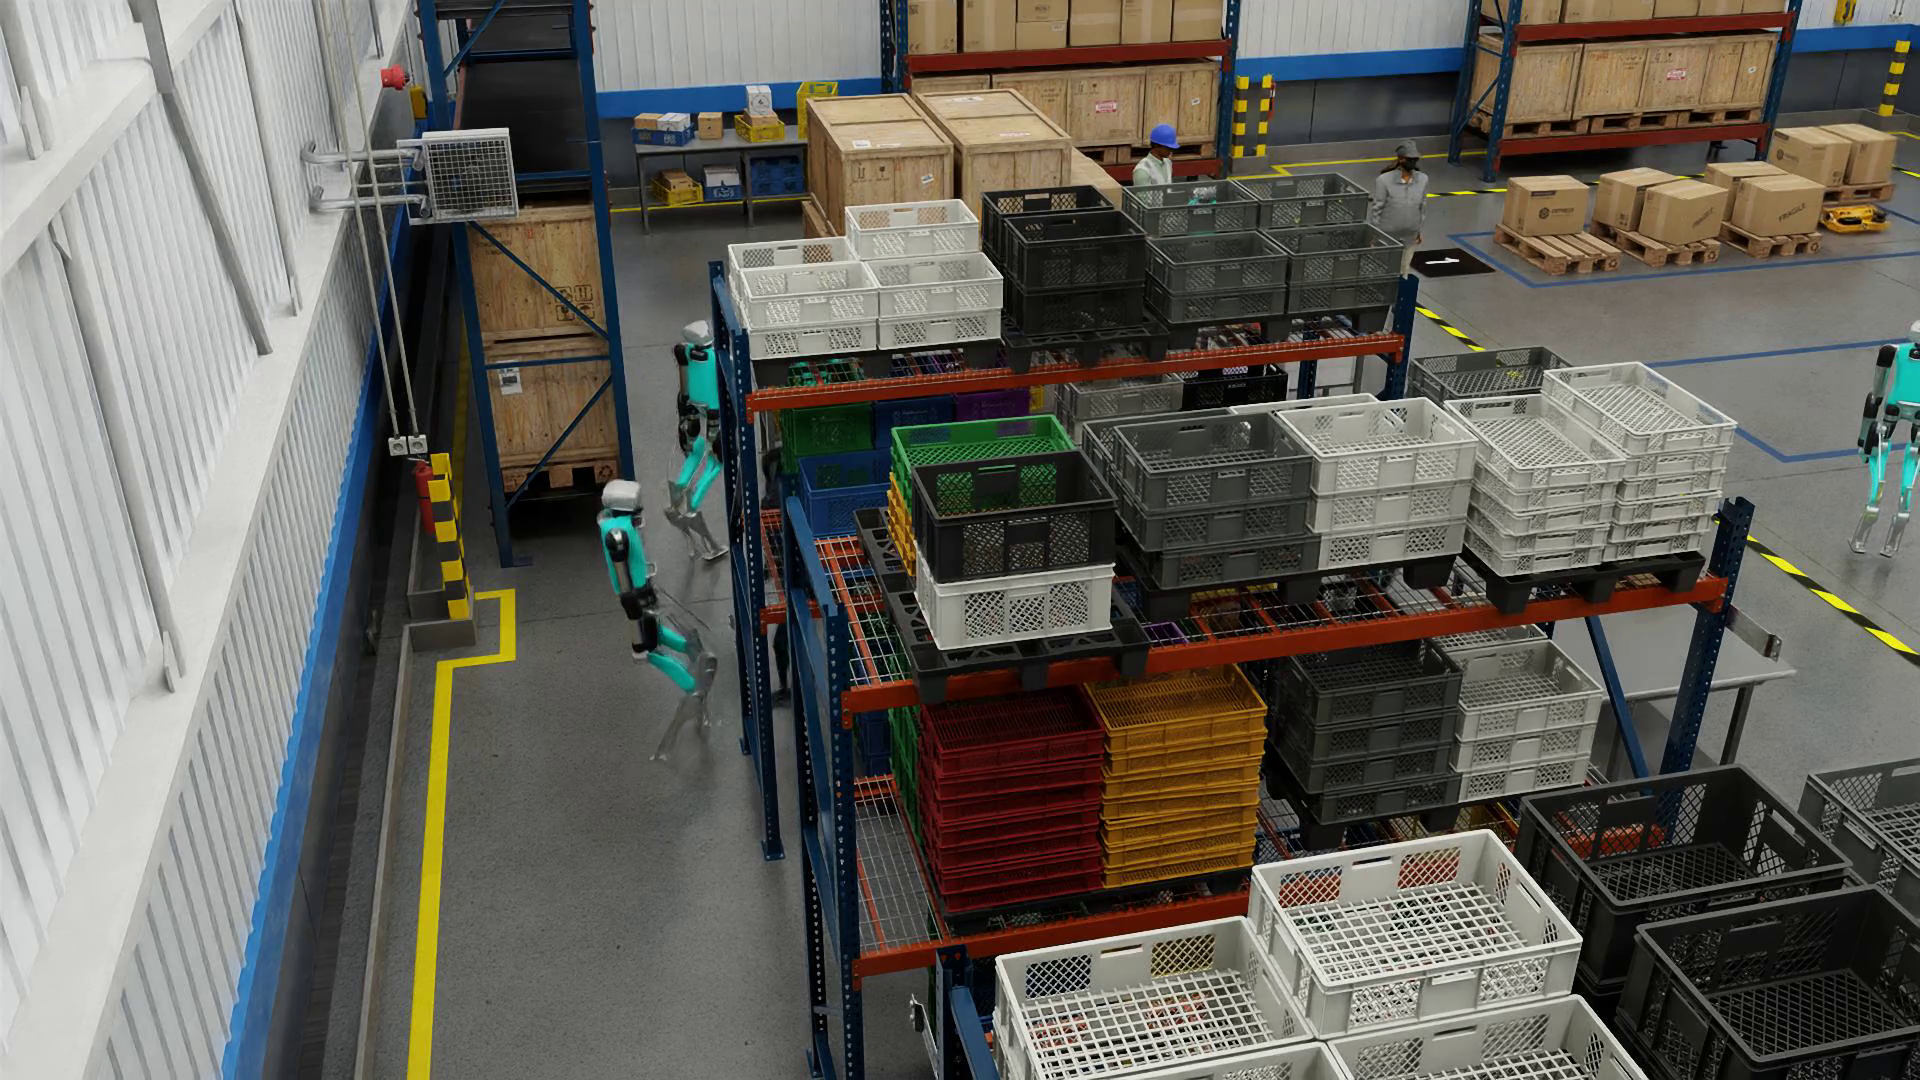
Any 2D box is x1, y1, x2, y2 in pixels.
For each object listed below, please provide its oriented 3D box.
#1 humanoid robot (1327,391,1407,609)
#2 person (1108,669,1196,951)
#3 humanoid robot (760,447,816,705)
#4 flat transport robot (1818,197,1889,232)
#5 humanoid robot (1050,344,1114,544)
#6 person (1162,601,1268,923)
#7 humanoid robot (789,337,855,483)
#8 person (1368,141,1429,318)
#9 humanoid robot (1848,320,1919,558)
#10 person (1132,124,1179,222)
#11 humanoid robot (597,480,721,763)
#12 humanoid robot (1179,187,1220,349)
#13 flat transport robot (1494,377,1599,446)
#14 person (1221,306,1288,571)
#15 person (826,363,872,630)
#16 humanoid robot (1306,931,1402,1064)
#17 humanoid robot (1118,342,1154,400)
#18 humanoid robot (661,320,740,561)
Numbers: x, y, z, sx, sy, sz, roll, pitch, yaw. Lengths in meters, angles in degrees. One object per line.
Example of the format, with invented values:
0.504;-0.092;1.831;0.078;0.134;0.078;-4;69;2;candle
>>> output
2.820;-0.268;11.052;0.611;1.645;0.487;-14;31;-24;humanoid robot
0.920;1.281;7.947;0.403;1.823;0.588;17;32;29;person
-1.080;0.200;10.167;0.528;1.637;0.590;-14;31;-24;humanoid robot
10.092;-3.918;19.450;0.652;0.197;1.431;-6;28;-12;flat transport robot
0.929;-0.700;11.855;0.370;1.650;0.598;12;30;21;humanoid robot
1.274;1.122;8.230;0.634;1.841;0.429;-13;30;-22;person
-0.971;-0.576;11.561;0.576;1.752;0.957;-1;28;-1;humanoid robot
4.213;-2.982;16.094;0.563;1.769;0.397;-6;28;-11;person
6.515;-0.636;11.533;0.533;1.677;0.735;13;31;24;humanoid robot
1.863;-3.046;16.047;0.416;1.932;0.612;18;33;31;person
-1.630;0.475;9.607;0.795;1.802;0.531;-4;28;-7;humanoid robot
2.295;-2.422;15.078;0.541;1.733;1.024;20;34;33;humanoid robot
4.780;-1.036;14.013;0.659;0.231;1.431;-6;28;-12;flat transport robot
1.971;-0.646;11.387;0.399;2.031;0.612;-24;36;-38;person
-0.706;-0.276;10.840;0.356;1.882;0.573;3;28;5;person
1.187;2.330;6.062;0.537;1.781;0.799;19;33;31;humanoid robot
1.251;-0.740;11.970;0.614;1.637;0.622;-10;29;-17;humanoid robot
-1.866;-0.601;11.618;0.532;1.801;0.674;17;32;29;humanoid robot
